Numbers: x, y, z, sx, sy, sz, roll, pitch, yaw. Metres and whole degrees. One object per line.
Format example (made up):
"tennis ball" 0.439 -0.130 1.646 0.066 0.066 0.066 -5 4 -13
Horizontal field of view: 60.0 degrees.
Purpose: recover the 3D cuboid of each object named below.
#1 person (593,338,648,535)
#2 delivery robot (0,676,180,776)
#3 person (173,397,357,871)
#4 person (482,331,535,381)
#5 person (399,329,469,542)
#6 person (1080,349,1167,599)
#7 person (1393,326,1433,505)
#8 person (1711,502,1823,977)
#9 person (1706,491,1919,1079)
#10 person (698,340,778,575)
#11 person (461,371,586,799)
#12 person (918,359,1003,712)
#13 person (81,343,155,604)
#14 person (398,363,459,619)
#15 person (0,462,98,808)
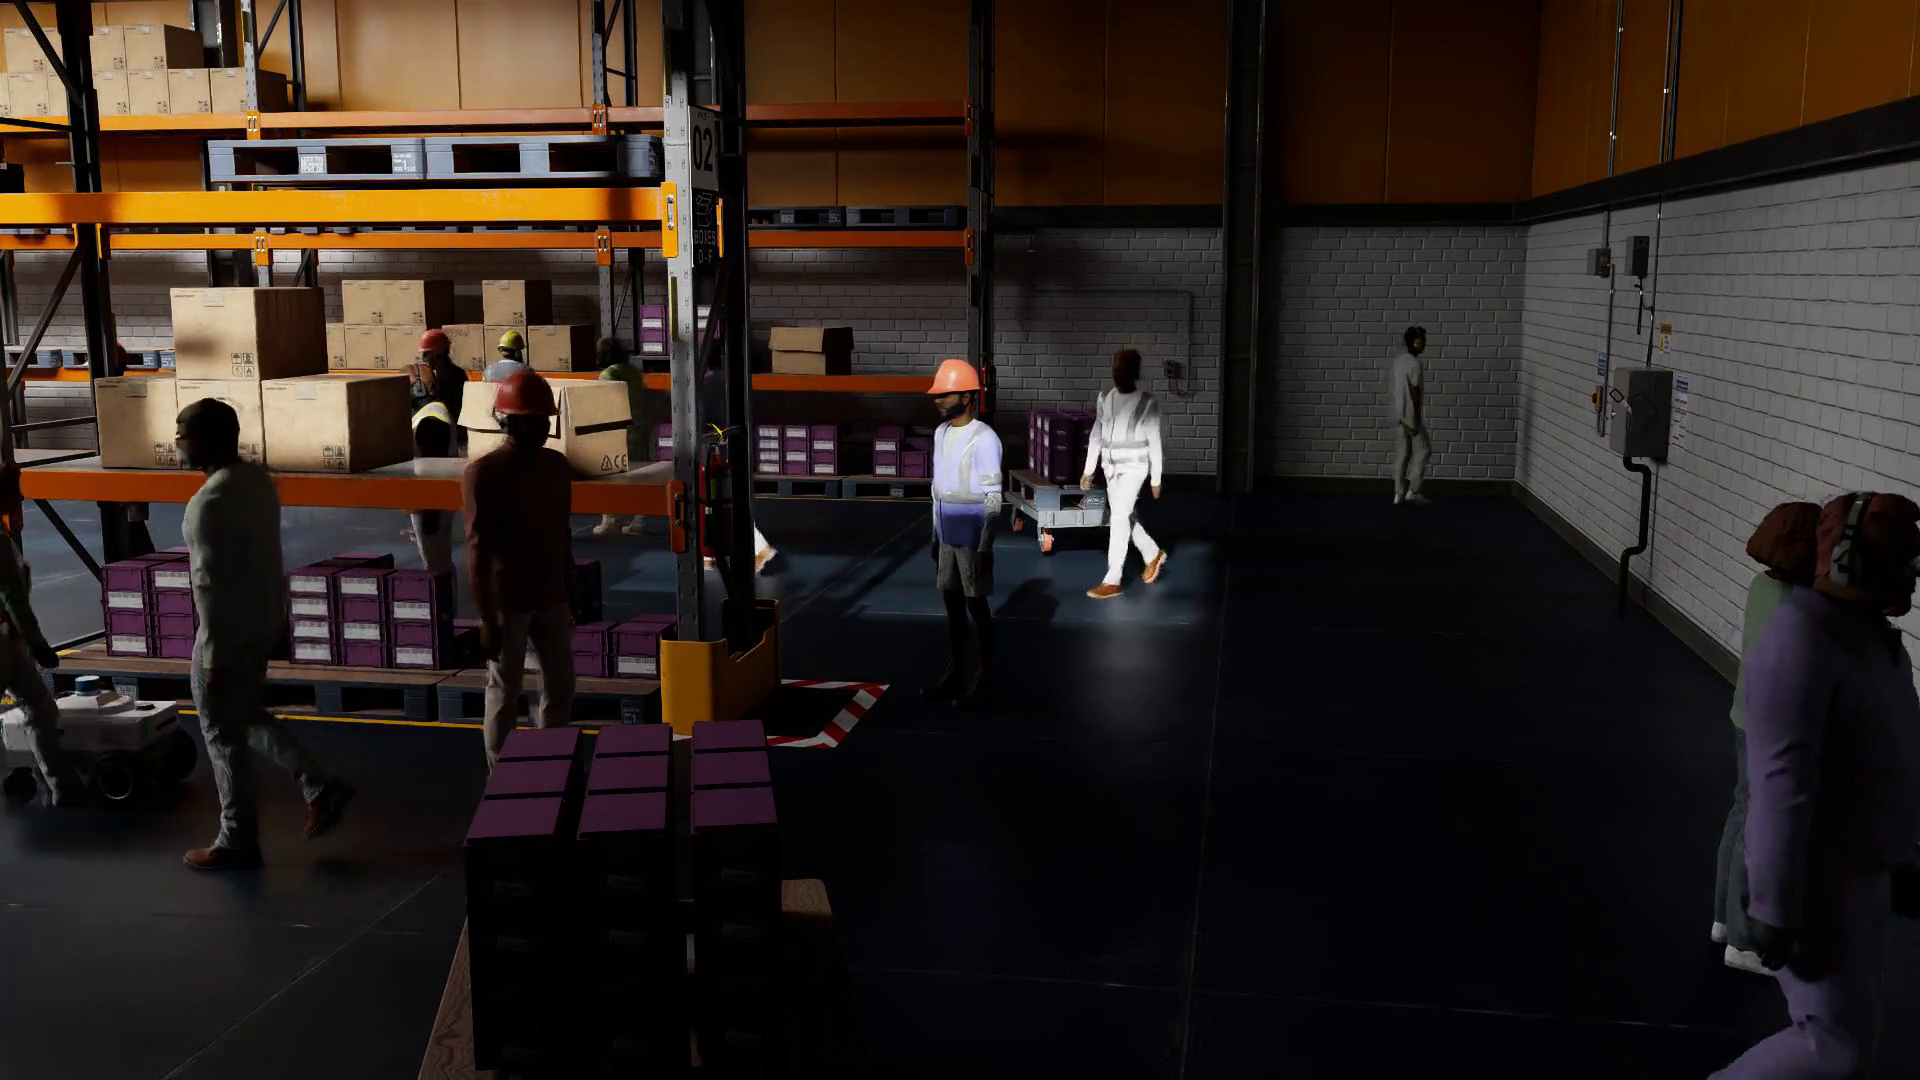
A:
"person" -3.152 -0.930 15.171 0.645 1.810 0.681 5 10 26
"delivery robot" -3.981 0.866 7.619 0.707 0.478 0.477 0 9 2
"person" -2.835 0.386 6.635 0.559 1.926 0.637 0 9 -2
"person" -4.402 -1.144 16.424 0.591 1.834 0.404 3 10 19
"person" -4.411 -0.897 14.697 1.057 1.920 0.605 -2 9 -10
"person" 1.297 -0.516 12.494 0.899 1.855 0.569 -7 12 -39
"person" 4.739 -1.281 17.228 0.521 1.845 0.564 -3 10 -18
"person" 2.816 0.674 5.762 0.266 1.631 0.507 3 10 16
"person" 2.139 0.814 4.089 0.549 1.894 0.671 8 12 41
"person" -1.862 -0.659 13.226 0.912 1.907 0.629 3 10 18
"person" -1.859 0.264 7.248 0.484 1.982 0.658 6 11 33
"person" -0.001 -0.024 9.154 0.379 1.937 0.547 -6 11 -34
"person" -5.995 -0.461 11.863 0.552 1.935 0.373 9 13 43
"person" -3.413 -0.213 10.651 0.429 1.837 0.629 -4 10 -22
"person" -4.218 0.457 7.209 0.827 1.595 0.496 -6 11 -33
